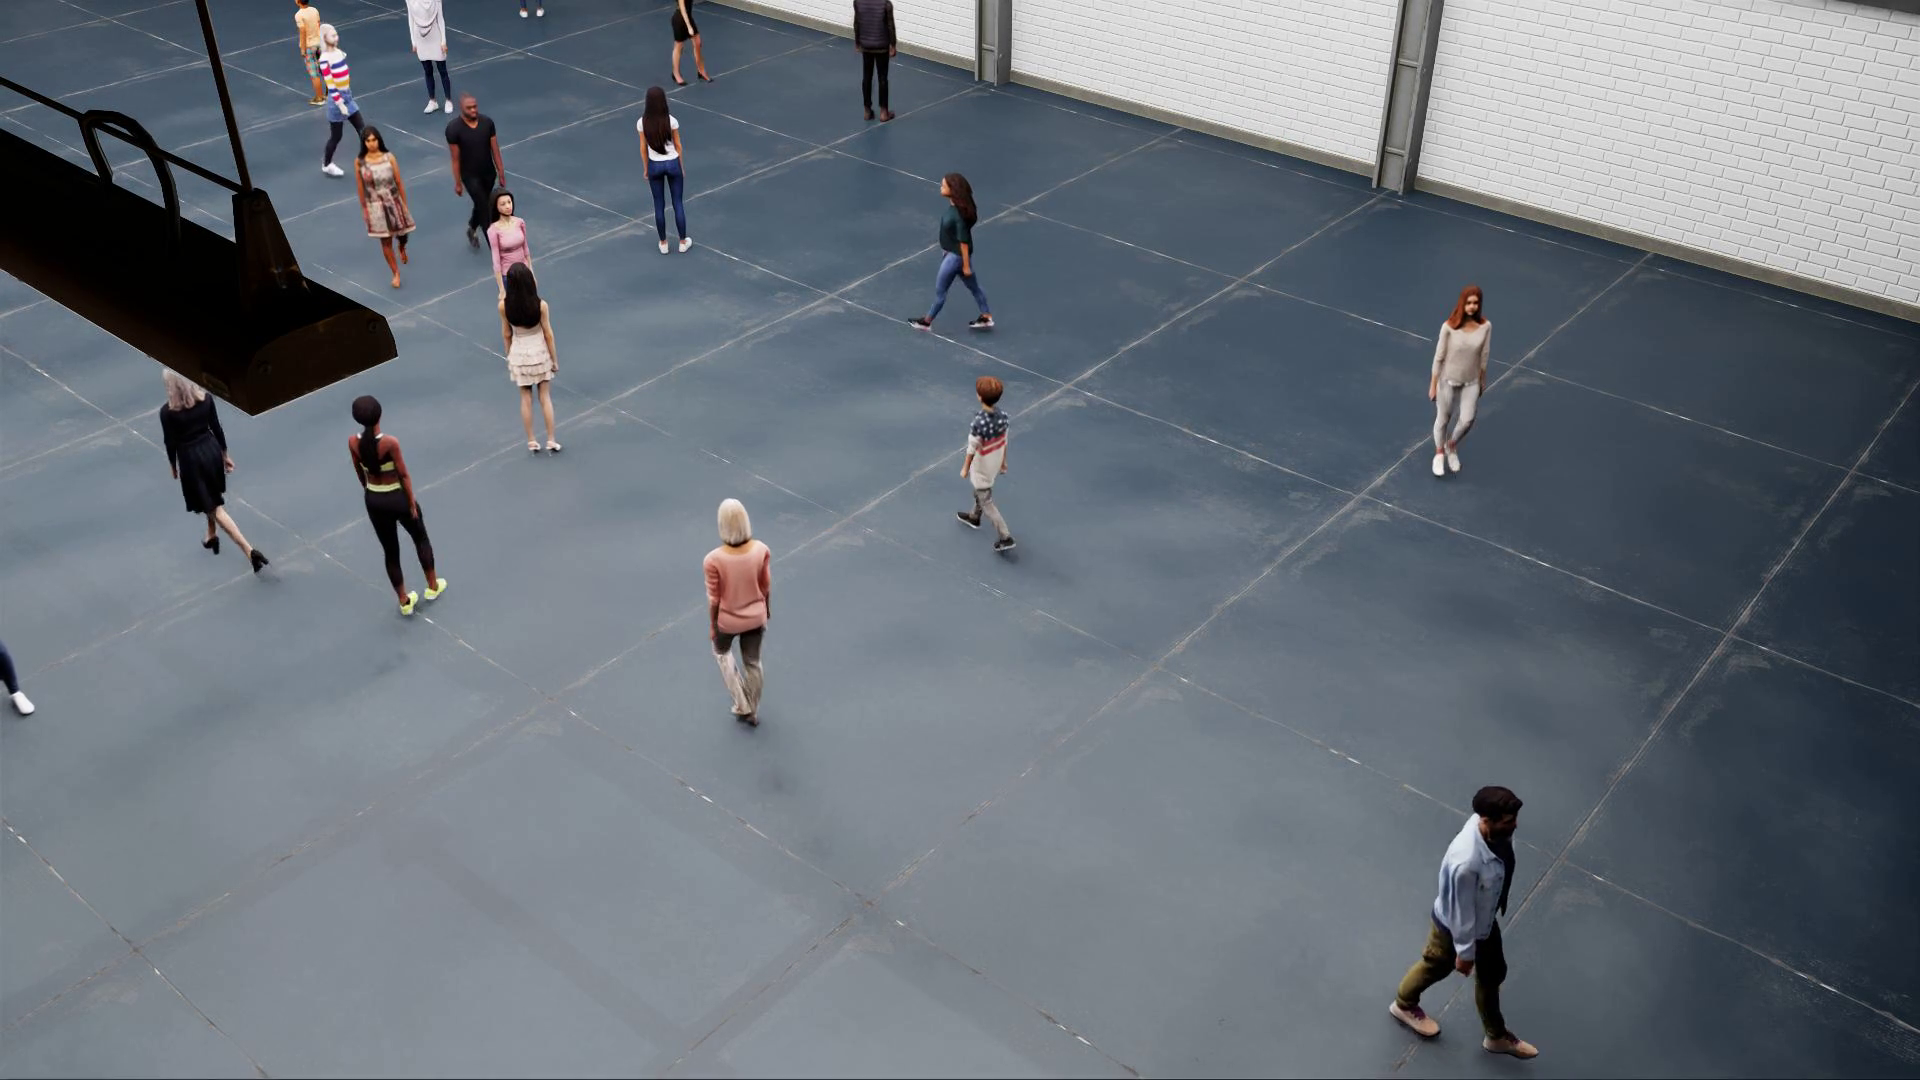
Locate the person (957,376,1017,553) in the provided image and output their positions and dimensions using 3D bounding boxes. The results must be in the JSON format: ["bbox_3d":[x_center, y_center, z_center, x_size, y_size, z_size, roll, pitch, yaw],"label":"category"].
[{"bbox_3d":[0.236,-0.567,12.745,0.933,1.415,0.523,26,42,34],"label":"person"}]

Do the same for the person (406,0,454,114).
[{"bbox_3d":[-6.716,-6.319,21.073,0.665,1.776,0.748,1,34,1],"label":"person"}]

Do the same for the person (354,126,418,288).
[{"bbox_3d":[-5.834,-3.414,16.830,0.867,1.635,0.950,-10,35,-14],"label":"person"}]

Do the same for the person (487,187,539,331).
[{"bbox_3d":[-4.070,-2.391,15.194,0.508,1.742,0.585,23,40,30],"label":"person"}]

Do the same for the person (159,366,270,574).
[{"bbox_3d":[-5.584,-0.495,12.371,1.130,1.710,0.688,19,38,26],"label":"person"}]

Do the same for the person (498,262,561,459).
[{"bbox_3d":[-3.578,-1.484,13.837,0.653,1.734,0.714,-2,34,-3],"label":"person"}]

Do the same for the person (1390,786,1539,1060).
[{"bbox_3d":[2.542,1.934,8.651,0.992,1.782,0.696,25,41,32],"label":"person"}]

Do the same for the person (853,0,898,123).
[{"bbox_3d":[-1.070,-6.181,20.811,0.653,1.835,0.832,10,35,15],"label":"person"}]

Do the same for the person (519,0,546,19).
[{"bbox_3d":[-6.465,-8.627,24.584,0.689,1.734,0.696,-11,35,-16],"label":"person"}]

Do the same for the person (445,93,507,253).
[{"bbox_3d":[-5.023,-3.761,17.228,0.801,1.772,1.273,-25,41,-33],"label":"person"}]

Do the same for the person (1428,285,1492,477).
[{"bbox_3d":[4.072,-1.345,13.658,0.689,1.701,0.774,2,34,3],"label":"person"}]

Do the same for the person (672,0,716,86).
[{"bbox_3d":[-3.725,-6.789,21.915,0.899,1.626,0.772,8,35,12],"label":"person"}]

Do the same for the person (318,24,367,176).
[{"bbox_3d":[-7.190,-4.993,19.089,1.237,1.765,0.982,8,35,12],"label":"person"}]

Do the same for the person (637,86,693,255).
[{"bbox_3d":[-3.085,-3.857,17.369,0.654,1.776,0.722,-2,34,-2],"label":"person"}]

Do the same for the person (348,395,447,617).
[{"bbox_3d":[-4.114,-0.197,11.895,0.751,1.741,0.807,2,34,3],"label":"person"}]

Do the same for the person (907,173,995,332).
[{"bbox_3d":[0.068,-2.692,15.800,1.126,1.573,1.043,-2,34,-2],"label":"person"}]

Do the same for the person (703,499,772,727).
[{"bbox_3d":[-1.404,0.535,10.813,0.710,1.719,0.724,-15,36,-21],"label":"person"}]

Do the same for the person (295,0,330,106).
[{"bbox_3d":[-8.346,-6.368,21.432,0.562,1.461,0.580,14,36,20],"label":"person"}]
